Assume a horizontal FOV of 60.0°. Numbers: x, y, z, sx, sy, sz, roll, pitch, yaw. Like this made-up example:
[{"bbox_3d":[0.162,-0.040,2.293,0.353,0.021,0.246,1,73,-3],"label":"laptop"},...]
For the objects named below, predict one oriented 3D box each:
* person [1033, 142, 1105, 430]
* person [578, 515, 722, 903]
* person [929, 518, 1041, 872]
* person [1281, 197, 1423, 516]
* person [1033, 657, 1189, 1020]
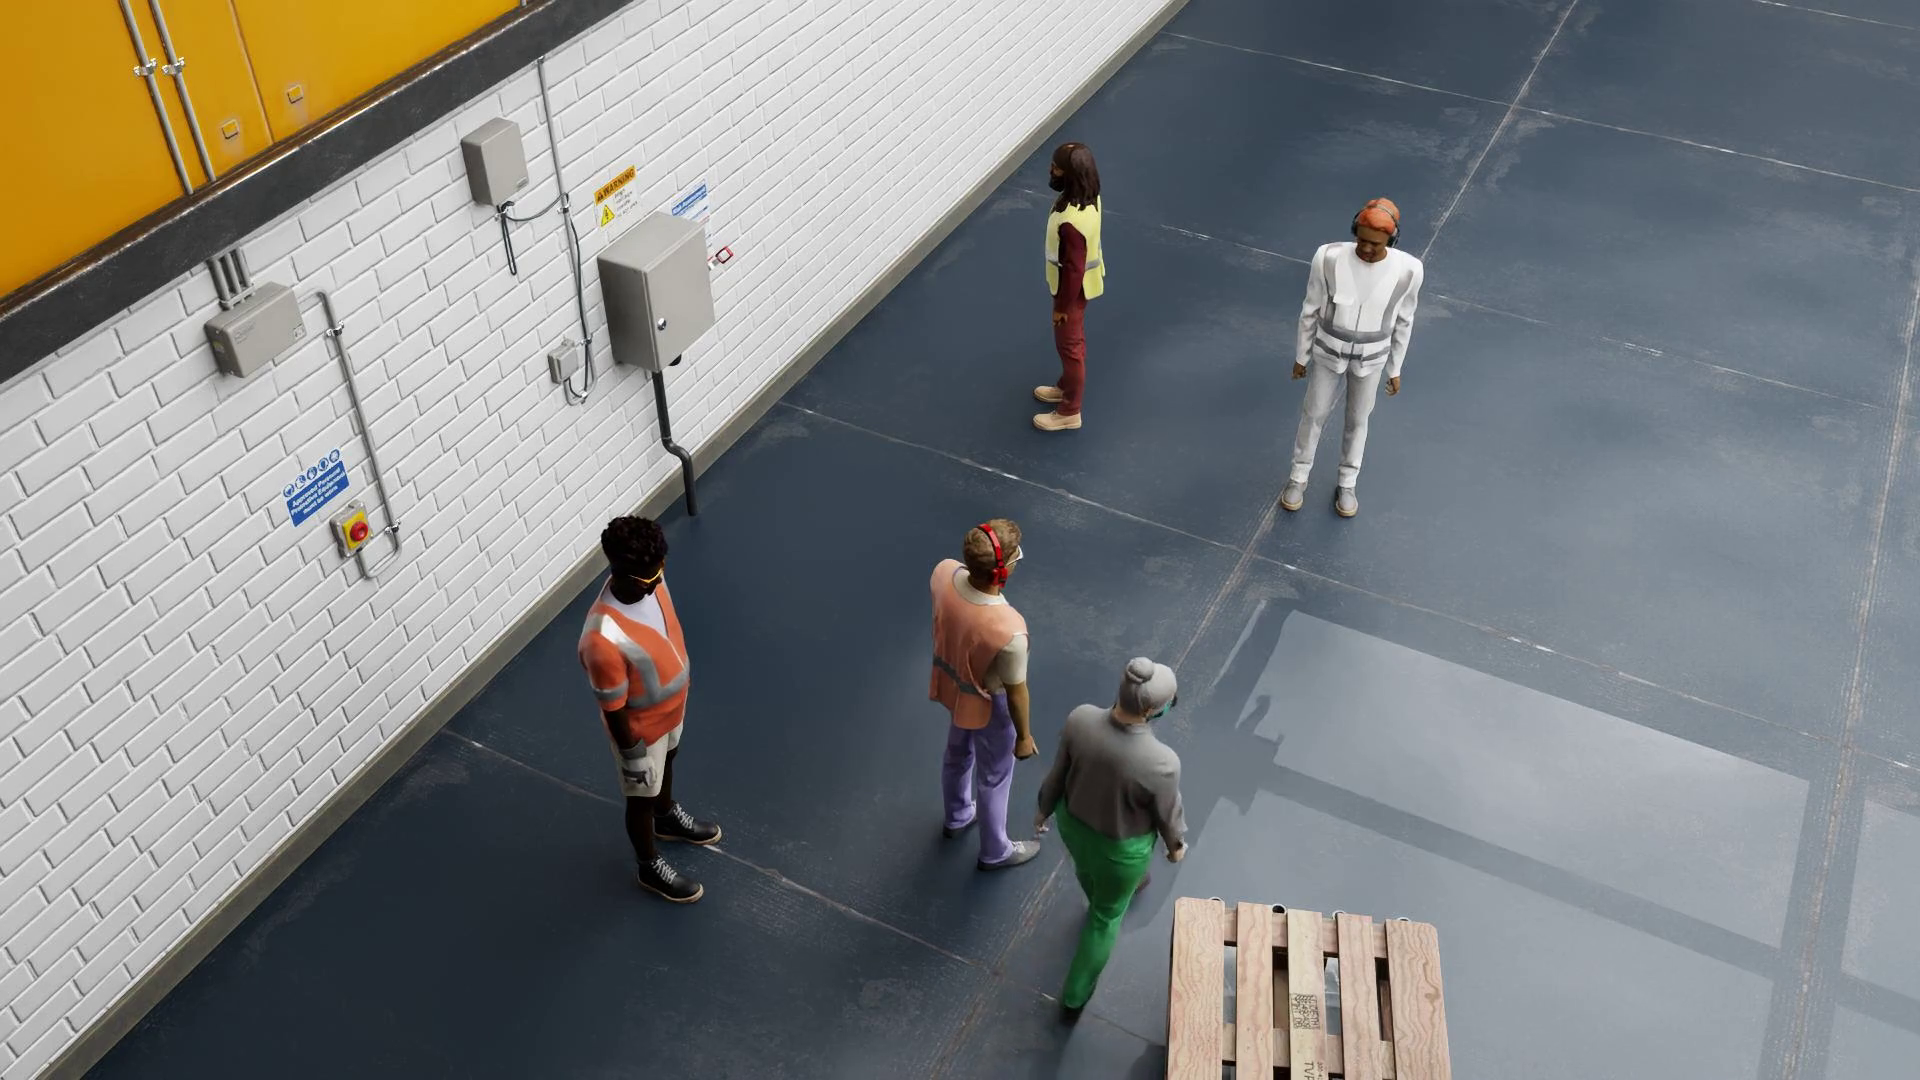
[{"bbox_3d":[0.620,-1.411,9.326,0.378,1.768,0.470,4,41,4],"label":"person"},{"bbox_3d":[-1.256,0.676,6.762,0.375,1.958,0.594,7,41,8],"label":"person"},{"bbox_3d":[0.091,0.664,6.861,0.385,1.845,0.569,-26,47,-27],"label":"person"},{"bbox_3d":[2.034,-0.944,8.695,0.572,1.886,0.354,8,41,10],"label":"person"},{"bbox_3d":[0.603,1.066,6.418,0.590,1.814,0.771,28,48,29],"label":"person"}]
